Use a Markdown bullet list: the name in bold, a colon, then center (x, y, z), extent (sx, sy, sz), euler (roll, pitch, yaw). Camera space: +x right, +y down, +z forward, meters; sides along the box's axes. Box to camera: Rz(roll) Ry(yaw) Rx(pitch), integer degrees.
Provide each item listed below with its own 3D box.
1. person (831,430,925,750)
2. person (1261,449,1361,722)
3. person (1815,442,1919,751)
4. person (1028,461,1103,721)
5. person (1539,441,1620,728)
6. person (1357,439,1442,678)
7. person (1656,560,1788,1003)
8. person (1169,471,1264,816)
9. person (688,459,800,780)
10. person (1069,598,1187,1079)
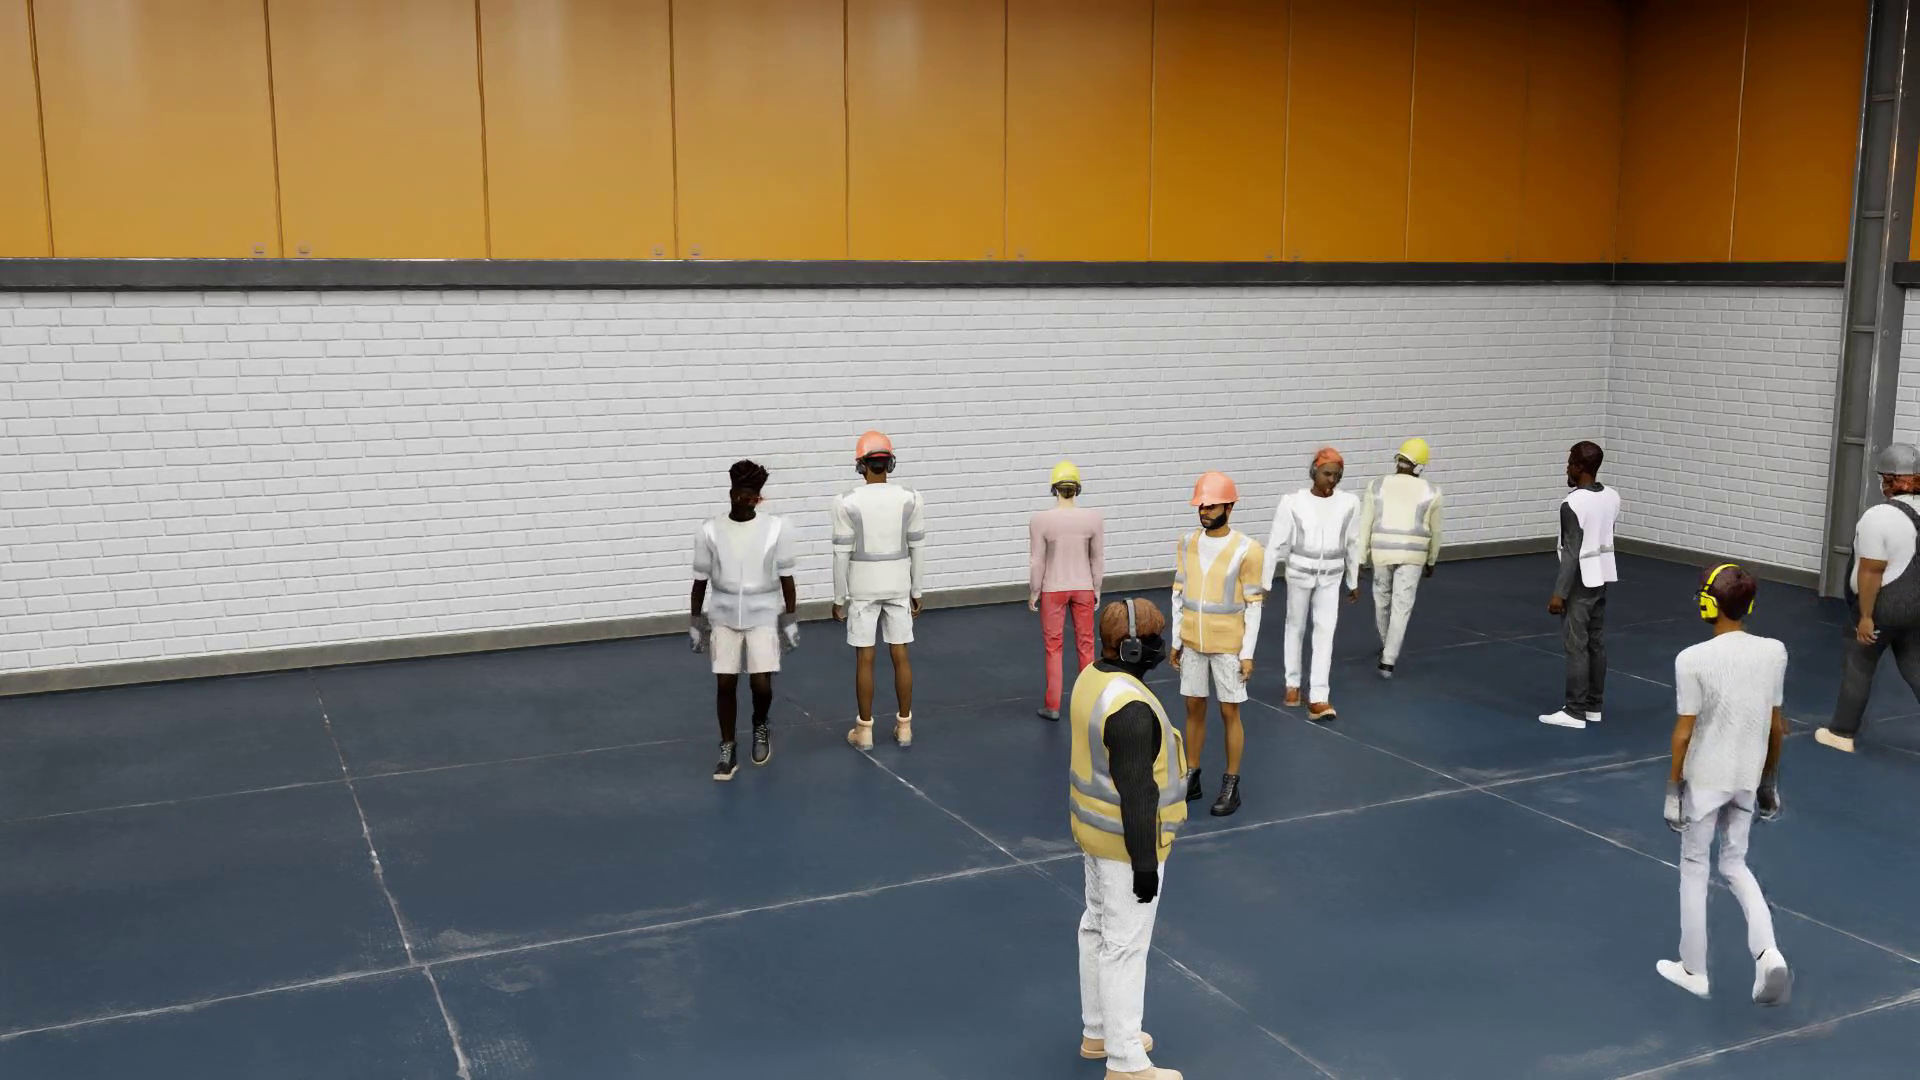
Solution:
- **person**: center (-0.528, 0.318, 10.596), extent (0.605, 2.041, 0.383), euler (-3, 10, -17)
- **person**: center (2.385, 0.301, 11.311), extent (0.718, 1.828, 0.953), euler (0, 9, 0)
- **person**: center (5.800, 0.381, 10.207), extent (0.694, 2.000, 0.969), euler (-2, 9, -13)
- **person**: center (0.712, 0.347, 11.266), extent (0.526, 1.769, 0.330), euler (-2, 9, -11)
- **person**: center (4.159, 0.297, 11.099), extent (0.587, 1.920, 0.391), euler (-8, 12, -41)
- **person**: center (3.339, 0.118, 12.652), extent (0.610, 1.774, 0.923), euler (4, 10, 23)
- **person**: center (3.166, 1.016, 6.830), extent (0.533, 1.858, 0.580), euler (-1, 9, -9)
- **person**: center (1.413, 0.574, 9.323), extent (0.542, 1.939, 0.364), euler (7, 11, 37)
- **person**: center (-1.295, 0.478, 9.923), extent (0.687, 1.937, 0.433), euler (0, 9, 2)
- **person**: center (0.628, 1.123, 6.218), extent (0.429, 1.845, 0.621), euler (-2, 9, -11)
